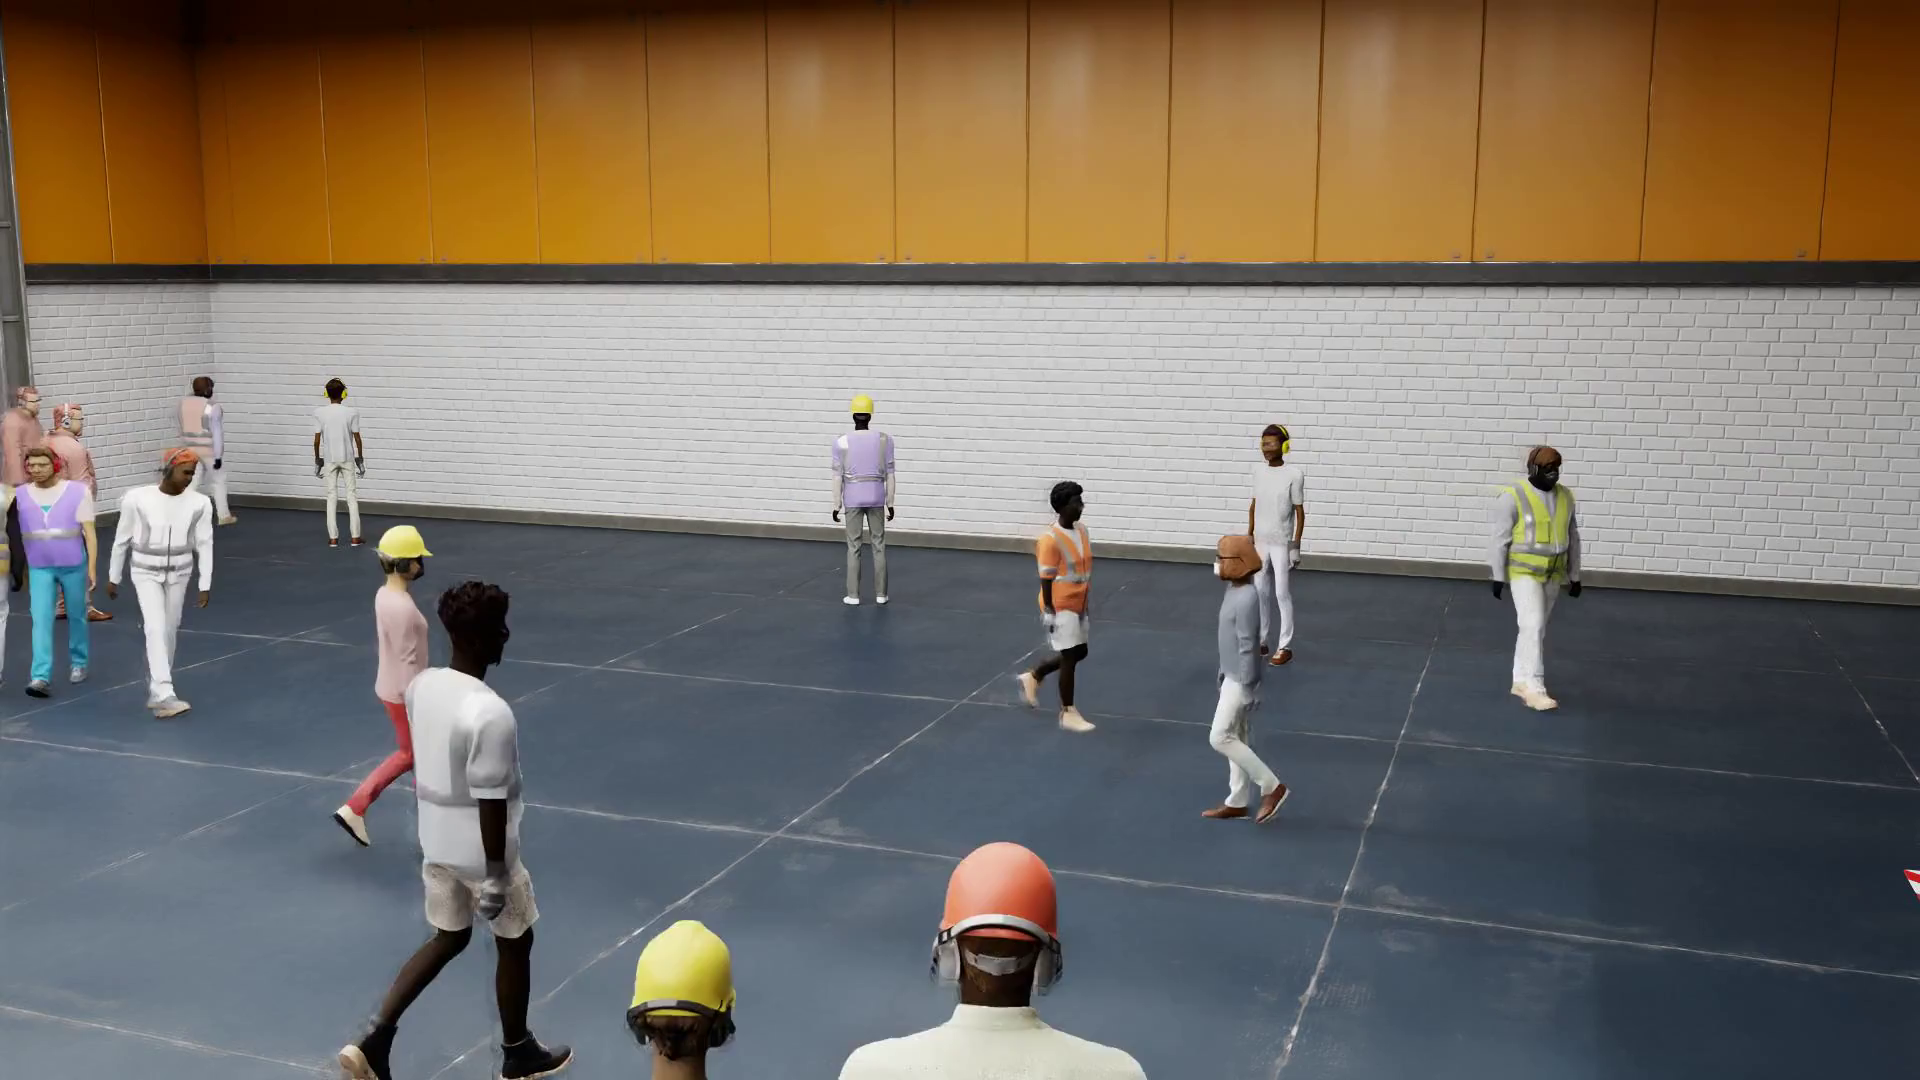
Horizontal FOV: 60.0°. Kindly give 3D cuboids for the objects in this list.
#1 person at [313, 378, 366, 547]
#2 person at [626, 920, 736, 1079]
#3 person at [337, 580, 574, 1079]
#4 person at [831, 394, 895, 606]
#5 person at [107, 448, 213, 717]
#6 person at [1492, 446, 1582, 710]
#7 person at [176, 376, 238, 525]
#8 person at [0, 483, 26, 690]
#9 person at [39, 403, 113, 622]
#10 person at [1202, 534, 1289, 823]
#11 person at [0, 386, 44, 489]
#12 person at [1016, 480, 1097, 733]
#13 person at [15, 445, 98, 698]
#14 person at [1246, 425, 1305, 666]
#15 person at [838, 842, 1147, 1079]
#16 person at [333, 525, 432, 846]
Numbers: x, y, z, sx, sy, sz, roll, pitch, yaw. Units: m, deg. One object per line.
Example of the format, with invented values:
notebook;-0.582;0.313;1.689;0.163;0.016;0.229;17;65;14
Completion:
person;-6.875;-0.858;18.422;0.538;1.869;0.313;-2;9;-14
person;-0.574;1.630;3.381;0.588;1.734;0.691;-1;9;-4
person;-1.838;1.107;6.005;0.603;1.947;0.791;8;12;41
person;-0.879;-0.357;15.131;0.585;1.929;0.370;-2;9;-11
person;-5.448;0.289;11.420;0.658;1.829;0.846;-8;12;-41
person;4.097;0.269;11.570;0.654;1.819;0.756;-4;10;-22
person;-9.012;-1.039;19.736;0.630;1.817;0.811;2;9;15
person;-7.021;0.223;11.868;0.646;1.820;0.626;-5;11;-30
person;-7.702;-0.237;14.462;0.652;1.904;0.402;6;11;33
person;1.539;0.769;9.110;0.391;1.625;0.512;1;9;6
person;-9.869;-0.687;17.437;0.988;1.855;0.693;-1;9;-6
person;0.645;0.424;11.044;0.606;1.674;0.538;6;11;32
person;-6.518;0.214;11.975;0.585;1.793;0.960;-3;10;-17
person;2.417;0.035;12.890;0.317;1.867;0.531;-8;12;-41
person;0.047;1.550;3.272;0.695;1.921;1.025;0;9;-2
person;-2.875;0.791;8.560;0.608;1.757;0.538;-4;10;-25
